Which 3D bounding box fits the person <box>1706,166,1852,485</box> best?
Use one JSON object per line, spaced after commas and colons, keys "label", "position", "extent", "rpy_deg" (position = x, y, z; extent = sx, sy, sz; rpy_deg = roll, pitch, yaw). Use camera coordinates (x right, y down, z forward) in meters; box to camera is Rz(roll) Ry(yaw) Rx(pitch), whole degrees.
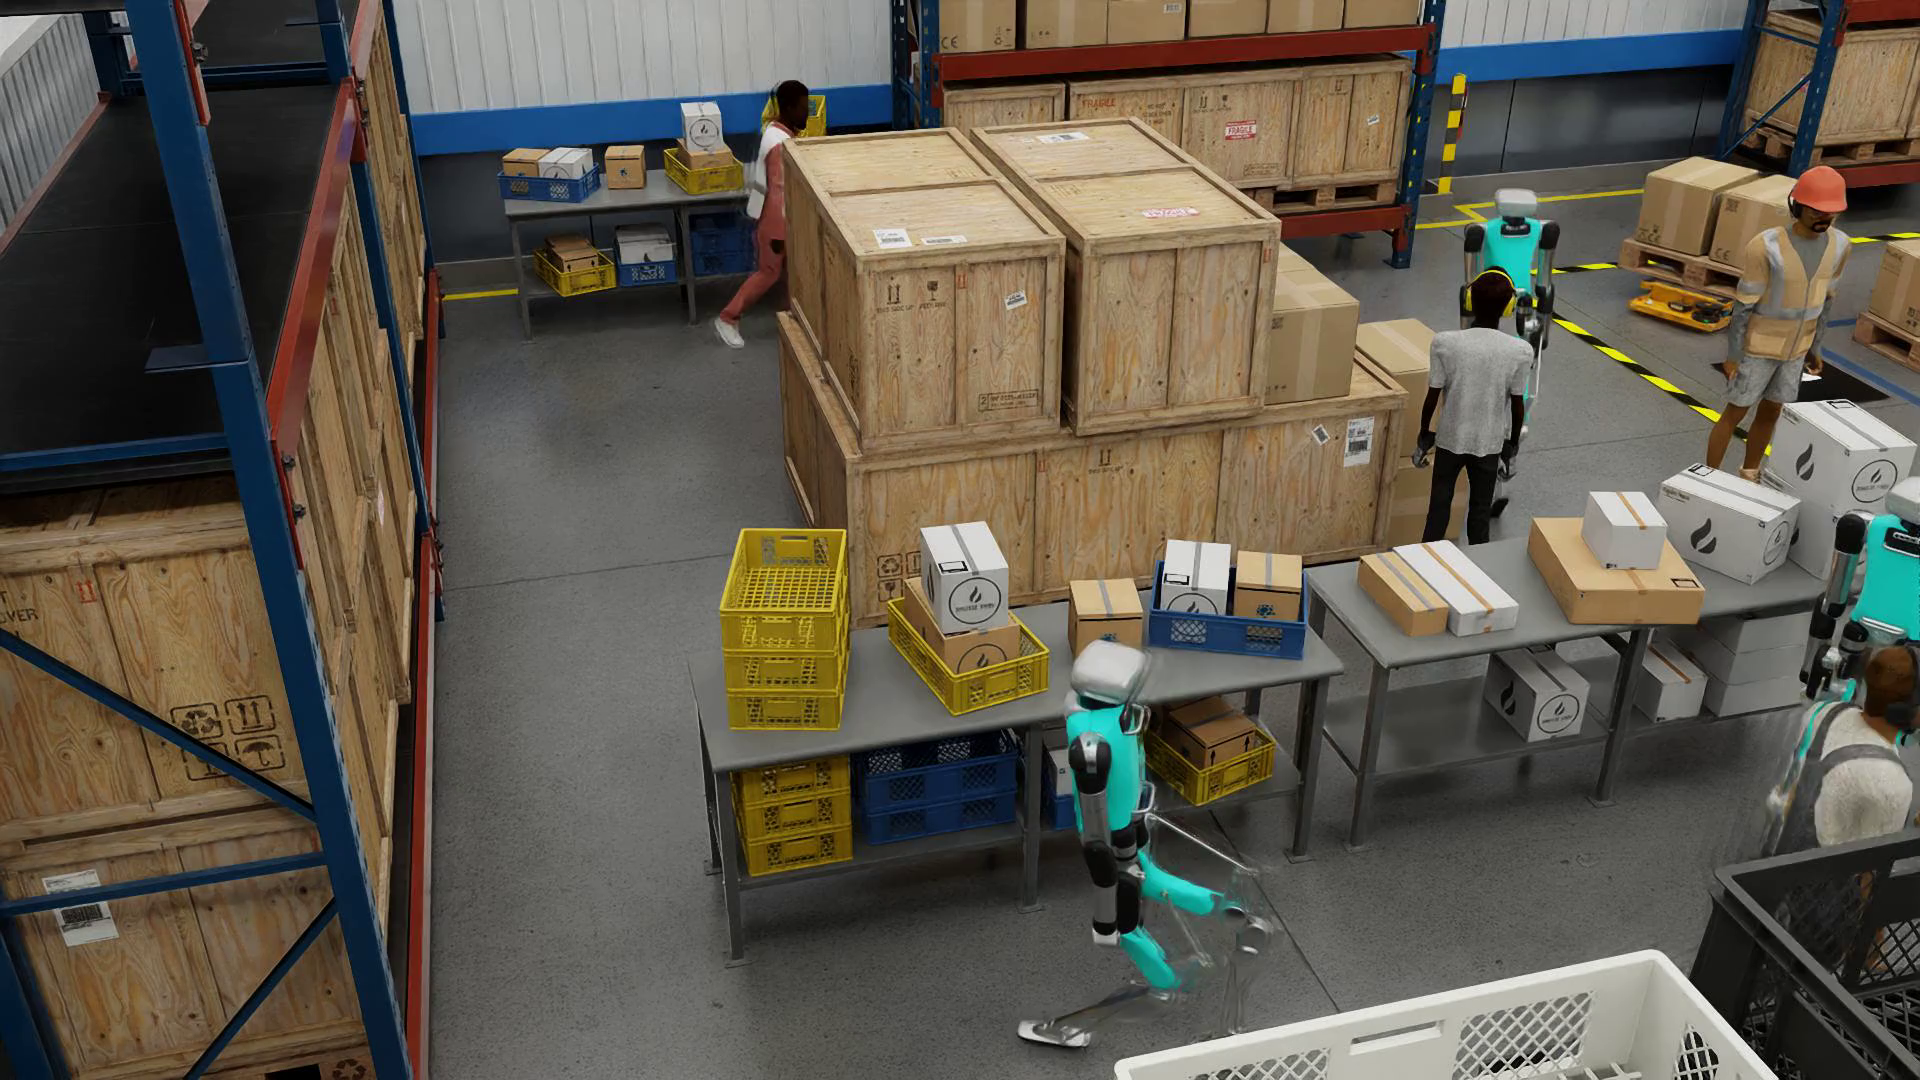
{"label": "person", "position": [4.545, -1.072, 9.225], "extent": [0.607, 2.043, 0.394], "rpy_deg": [-5, 29, -10]}

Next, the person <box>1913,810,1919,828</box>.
{"label": "person", "position": [4.316, 0.445, 6.687], "extent": [0.630, 1.834, 0.431], "rpy_deg": [-8, 30, -14]}

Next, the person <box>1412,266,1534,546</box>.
{"label": "person", "position": [2.530, -0.465, 8.300], "extent": [0.511, 1.873, 0.329], "rpy_deg": [8, 30, 14]}

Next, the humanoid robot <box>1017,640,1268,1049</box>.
{"label": "humanoid robot", "position": [0.734, 1.154, 5.562], "extent": [1.050, 1.762, 0.544], "rpy_deg": [6, 29, 11]}

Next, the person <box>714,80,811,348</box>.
{"label": "person", "position": [-1.354, -2.252, 11.554], "extent": [0.793, 1.874, 0.610], "rpy_deg": [0, 29, 1]}

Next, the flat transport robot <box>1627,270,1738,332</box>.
{"label": "flat transport robot", "position": [5.726, -1.913, 12.560], "extent": [1.431, 0.197, 0.652], "rpy_deg": [-23, 36, -35]}

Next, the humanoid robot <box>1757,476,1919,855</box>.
{"label": "humanoid robot", "position": [3.429, 0.668, 6.400], "extent": [0.543, 1.809, 0.665], "rpy_deg": [24, 37, 37]}

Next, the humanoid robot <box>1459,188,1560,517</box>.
{"label": "humanoid robot", "position": [3.138, -1.008, 9.457], "extent": [0.561, 1.808, 0.927], "rpy_deg": [1, 29, 2]}

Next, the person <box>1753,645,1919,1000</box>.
{"label": "person", "position": [2.863, 1.146, 5.418], "extent": [0.416, 1.833, 0.527], "rpy_deg": [5, 29, 9]}
